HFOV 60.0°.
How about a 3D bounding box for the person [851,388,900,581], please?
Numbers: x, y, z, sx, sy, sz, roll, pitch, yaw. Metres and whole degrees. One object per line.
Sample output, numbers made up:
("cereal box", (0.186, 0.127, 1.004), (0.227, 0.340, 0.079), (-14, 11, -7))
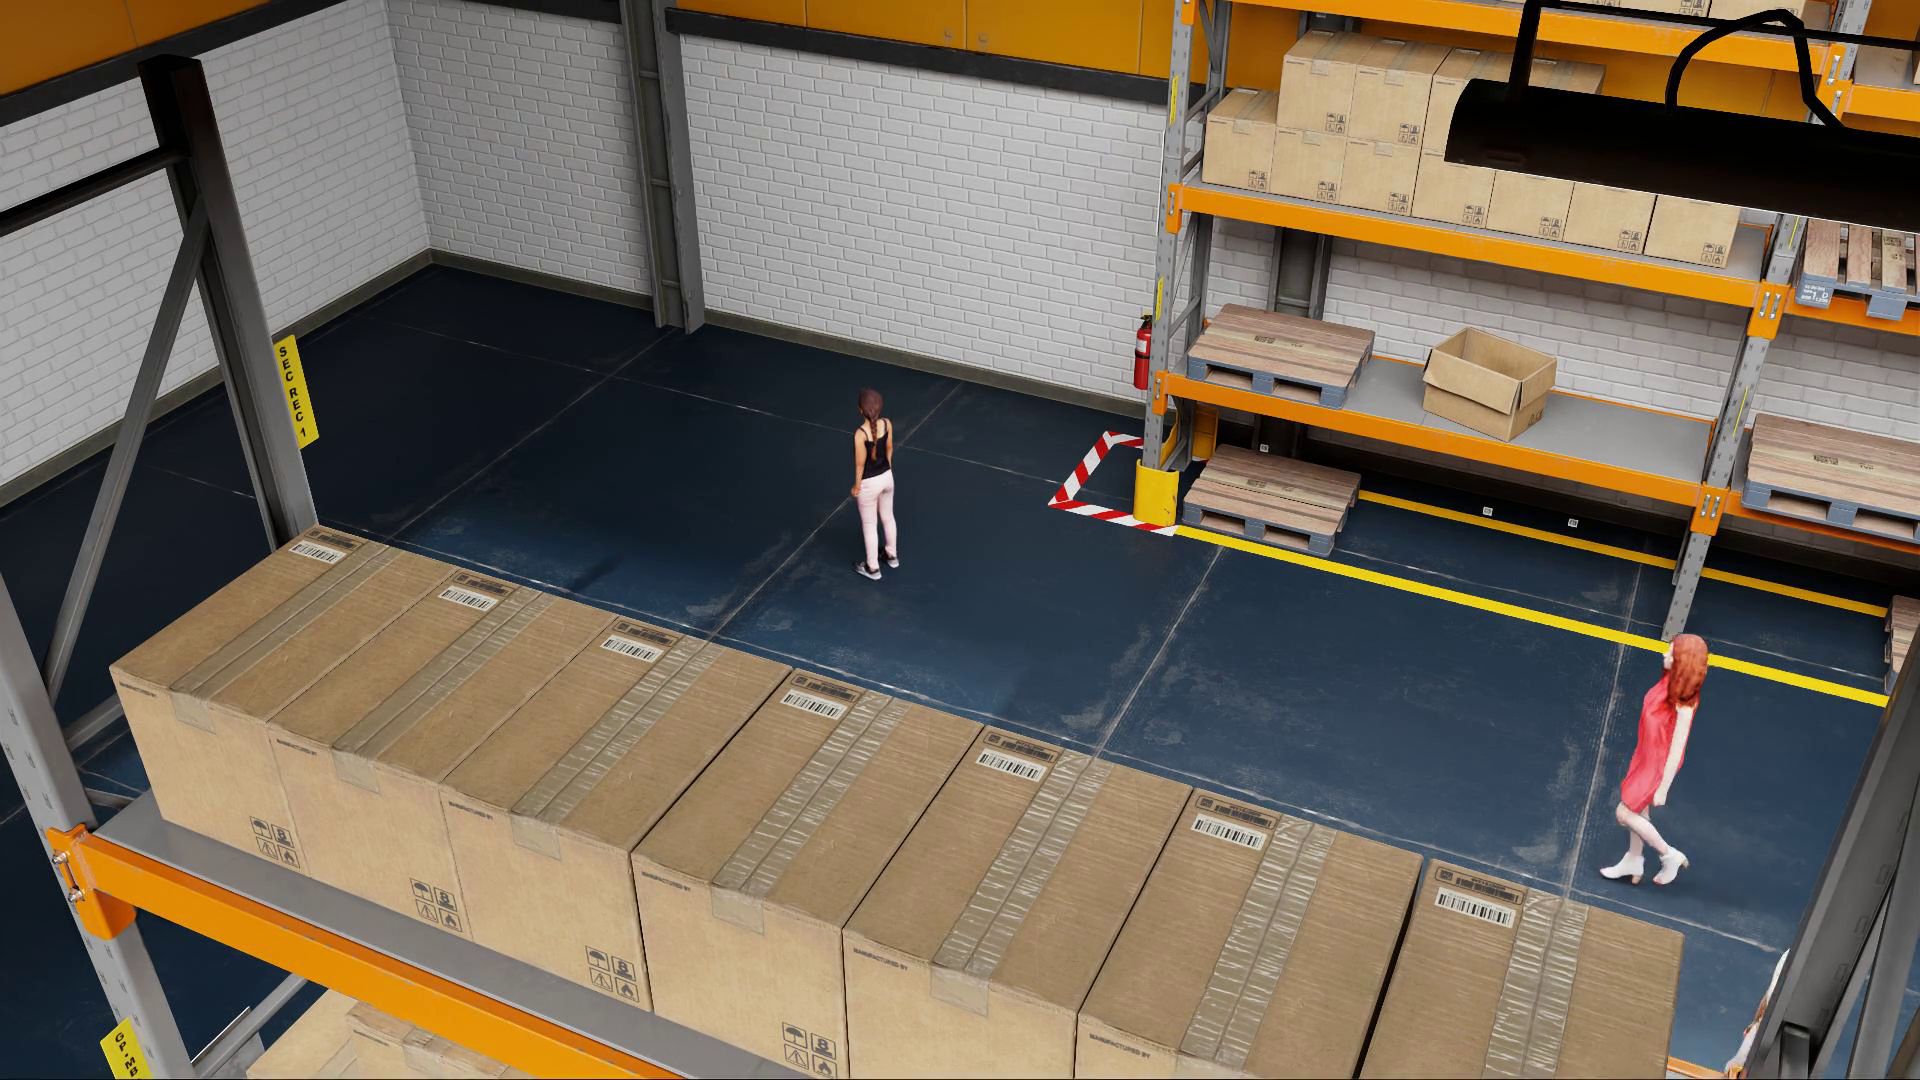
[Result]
("person", (-0.630, -0.428, 12.330), (0.613, 1.565, 0.628), (-27, 42, -34))

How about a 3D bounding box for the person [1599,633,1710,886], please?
("person", (4.062, 1.309, 9.490), (0.797, 1.815, 0.705), (7, 34, 10))
